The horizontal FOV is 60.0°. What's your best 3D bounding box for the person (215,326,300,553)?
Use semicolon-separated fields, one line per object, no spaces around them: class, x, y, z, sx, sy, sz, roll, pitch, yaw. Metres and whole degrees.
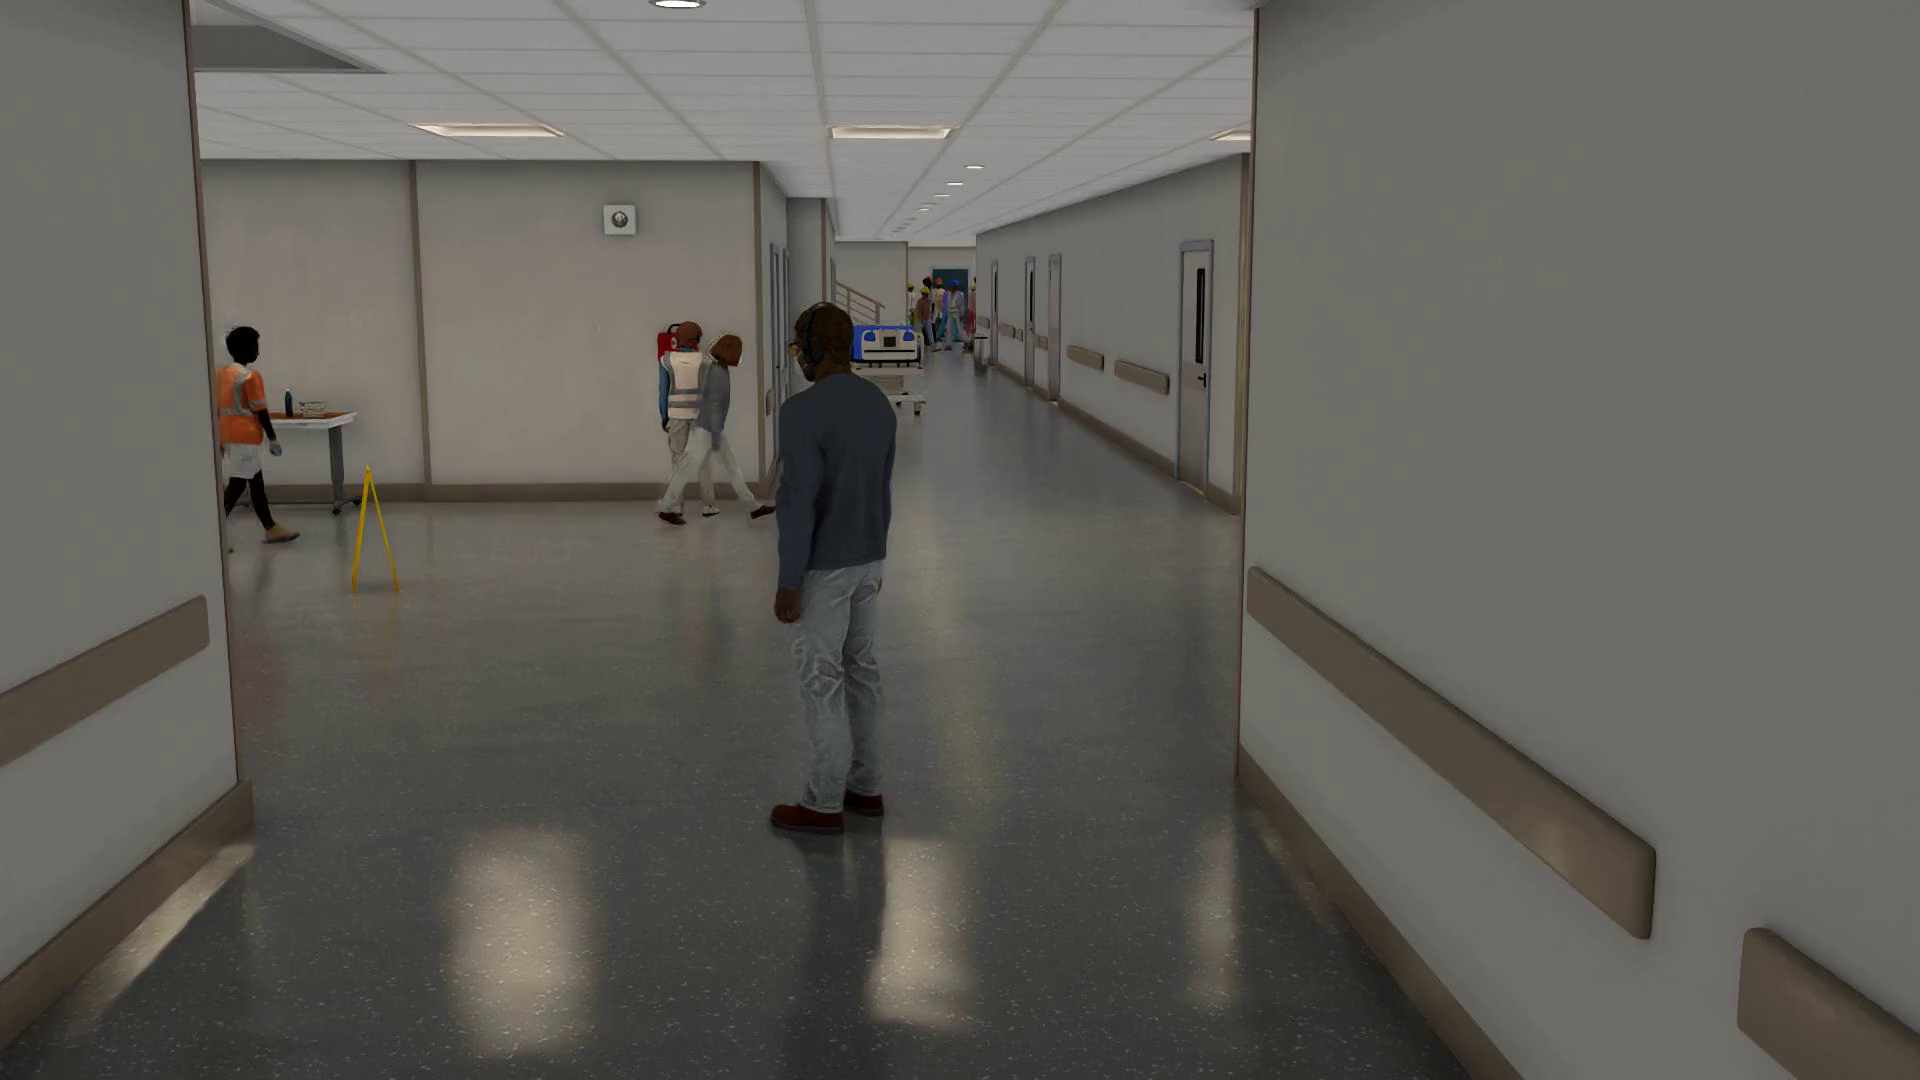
person;-5.273;-0.738;12.206;0.530;1.651;0.832;8;12;40

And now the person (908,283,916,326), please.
person;-1.665;-7.786;56.100;0.310;1.769;0.525;3;9;17

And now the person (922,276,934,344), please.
person;-0.932;-6.676;48.410;0.388;1.992;0.625;1;9;8

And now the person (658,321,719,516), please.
person;-2.268;-1.014;13.977;0.517;1.639;0.311;0;9;3

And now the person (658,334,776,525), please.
person;-1.998;-0.895;13.531;1.002;1.541;0.512;-1;9;-4

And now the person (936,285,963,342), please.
person;-0.304;-6.901;50.514;0.541;1.794;0.754;-6;11;-35

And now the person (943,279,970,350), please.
person;-0.074;-6.087;44.986;0.612;1.920;0.890;8;12;40

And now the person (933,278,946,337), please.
person;-0.702;-7.600;54.445;0.542;1.928;0.399;-3;10;-19

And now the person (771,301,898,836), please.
person;-0.457;0.103;6.075;0.374;1.930;0.637;5;10;29

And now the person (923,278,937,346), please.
person;-0.873;-6.520;47.609;0.441;1.945;0.615;-3;10;-19

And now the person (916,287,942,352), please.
person;-0.922;-5.832;43.984;0.886;1.720;0.530;8;12;43
